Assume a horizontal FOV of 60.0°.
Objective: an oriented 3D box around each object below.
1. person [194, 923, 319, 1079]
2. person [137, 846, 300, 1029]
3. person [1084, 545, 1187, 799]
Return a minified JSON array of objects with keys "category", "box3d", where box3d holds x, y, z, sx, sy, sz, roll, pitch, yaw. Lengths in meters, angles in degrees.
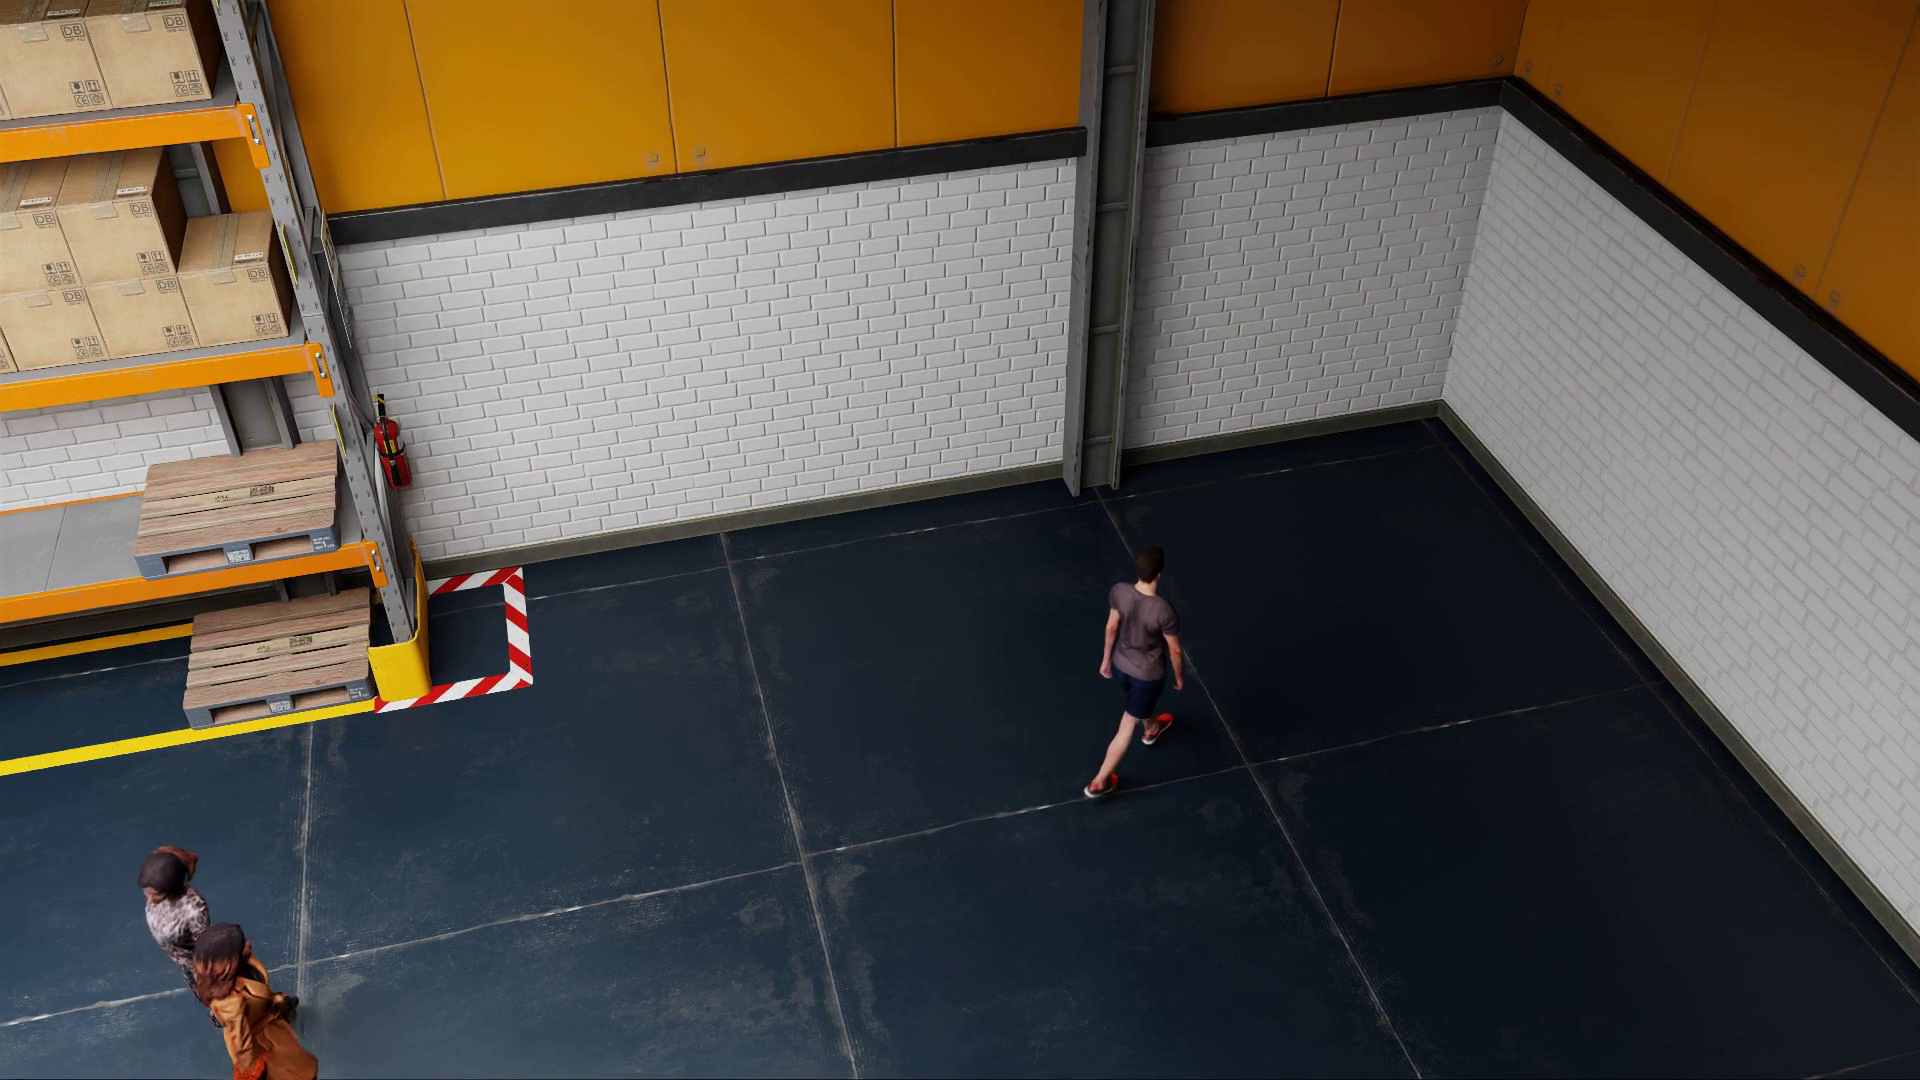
[{"category":"person","box3d":[-3.590,2.555,8.310,0.682,1.708,0.718,-11,40,-13]},{"category":"person","box3d":[-3.958,2.204,8.761,0.813,1.693,0.884,31,48,33]},{"category":"person","box3d":[1.063,0.866,10.350,1.105,1.800,1.281,28,46,30]}]
